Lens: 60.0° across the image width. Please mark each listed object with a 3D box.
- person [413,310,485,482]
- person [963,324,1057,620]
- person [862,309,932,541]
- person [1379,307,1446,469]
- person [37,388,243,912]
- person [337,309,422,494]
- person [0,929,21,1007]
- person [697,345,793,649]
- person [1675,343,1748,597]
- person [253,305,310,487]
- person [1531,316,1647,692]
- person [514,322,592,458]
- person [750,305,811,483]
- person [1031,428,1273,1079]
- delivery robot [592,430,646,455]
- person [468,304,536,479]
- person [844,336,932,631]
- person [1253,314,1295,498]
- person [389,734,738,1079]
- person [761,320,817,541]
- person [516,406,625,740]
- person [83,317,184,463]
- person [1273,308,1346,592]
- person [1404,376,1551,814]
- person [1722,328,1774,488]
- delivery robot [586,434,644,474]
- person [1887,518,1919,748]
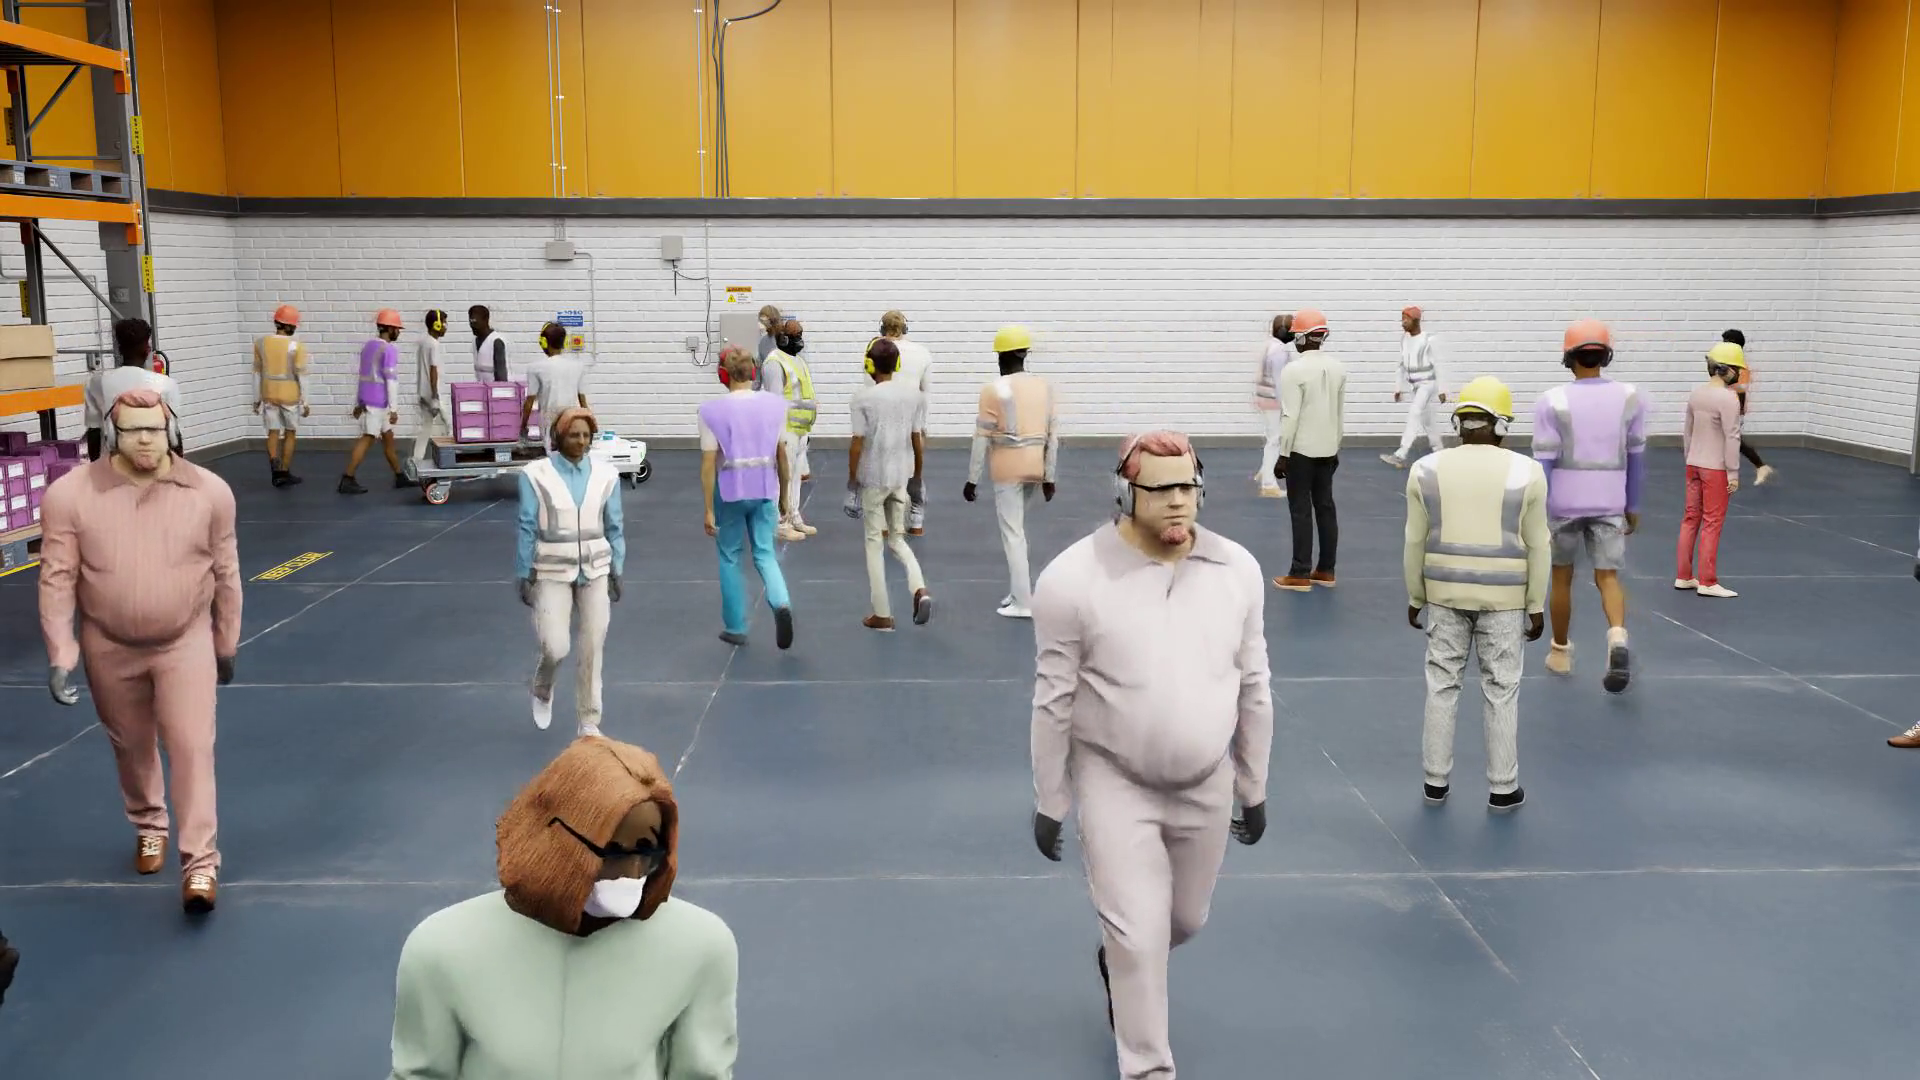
[{"bbox_3d":[-5.452,-1.502,17.567,0.893,1.826,0.533,-7,12,-37],"label":"person"},{"bbox_3d":[0.322,-0.442,10.846,0.600,1.907,0.609,-9,13,-43],"label":"person"},{"bbox_3d":[-0.530,-0.951,13.867,0.627,1.936,0.374,-5,11,-28],"label":"person"},{"bbox_3d":[5.240,-1.734,18.964,1.010,1.829,0.617,-4,10,-22],"label":"person"},{"bbox_3d":[-2.915,0.383,5.965,0.647,1.846,1.026,-4,10,-23],"label":"person"},{"bbox_3d":[-5.943,-1.400,16.880,0.953,1.869,0.563,-8,12,-42],"label":"person"},{"bbox_3d":[-1.039,1.150,1.710,0.533,1.697,0.318,-3,10,-16],"label":"person"},{"bbox_3d":[-1.254,-0.238,9.828,0.577,1.818,0.714,-5,11,-28],"label":"person"},{"bbox_3d":[5.244,-0.487,11.561,0.330,1.760,0.533,-2,9,-10],"label":"person"},{"bbox_3d":[-7.034,-1.472,17.205,0.617,1.892,0.633,0,9,2],"label":"person"},{"bbox_3d":[3.398,-0.191,8.978,0.628,2.022,0.857,1,9,5],"label":"person"},{"bbox_3d":[-3.355,-0.853,13.572,0.535,1.829,0.912,-9,13,-44],"label":"person"},{"bbox_3d":[-1.957,-1.482,17.266,0.977,1.883,0.632,-5,11,-28],"label":"person"},{"bbox_3d":[0.495,0.622,4.431,0.651,1.876,0.902,-3,10,-16],"label":"person"},{"bbox_3d":[-3.713,-0.926,17.646,0.707,0.478,0.477,-6,11,-31],"label":"delivery robot"},{"bbox_3d":[-4.988,-1.608,18.052,0.740,1.891,0.611,-8,12,-40],"label":"person"},{"bbox_3d":[-0.446,-0.327,10.309,0.523,1.853,0.493,-6,11,-32],"label":"person"},{"bbox_3d":[3.154,-1.321,16.464,0.458,1.826,0.659,0,9,3],"label":"person"},{"bbox_3d":[-0.589,1.071,2.457,0.551,1.600,0.602,-3,10,-17],"label":"person"},{"bbox_3d":[-1.420,-0.927,14.006,0.429,1.844,0.627,2,10,14],"label":"person"},{"bbox_3d":[-1.846,0.173,7.886,0.522,1.626,0.413,-6,11,-32],"label":"person"},{"bbox_3d":[-5.384,-0.472,10.858,0.623,1.953,0.509,-1,9,-8],"label":"person"},{"bbox_3d":[2.456,-0.638,11.761,0.621,1.992,0.397,-7,11,-36],"label":"person"},{"bbox_3d":[2.159,0.232,6.957,0.587,1.822,0.403,5,10,27],"label":"person"},{"bbox_3d":[7.975,-1.338,17.045,0.807,1.668,0.530,1,9,8],"label":"person"},{"bbox_3d":[-3.621,-0.846,17.159,0.707,0.478,0.477,-2,9,-13],"label":"delivery robot"},{"bbox_3d":[4.646,0.082,7.619,0.408,1.908,0.644,-3,10,-18],"label":"person"}]
